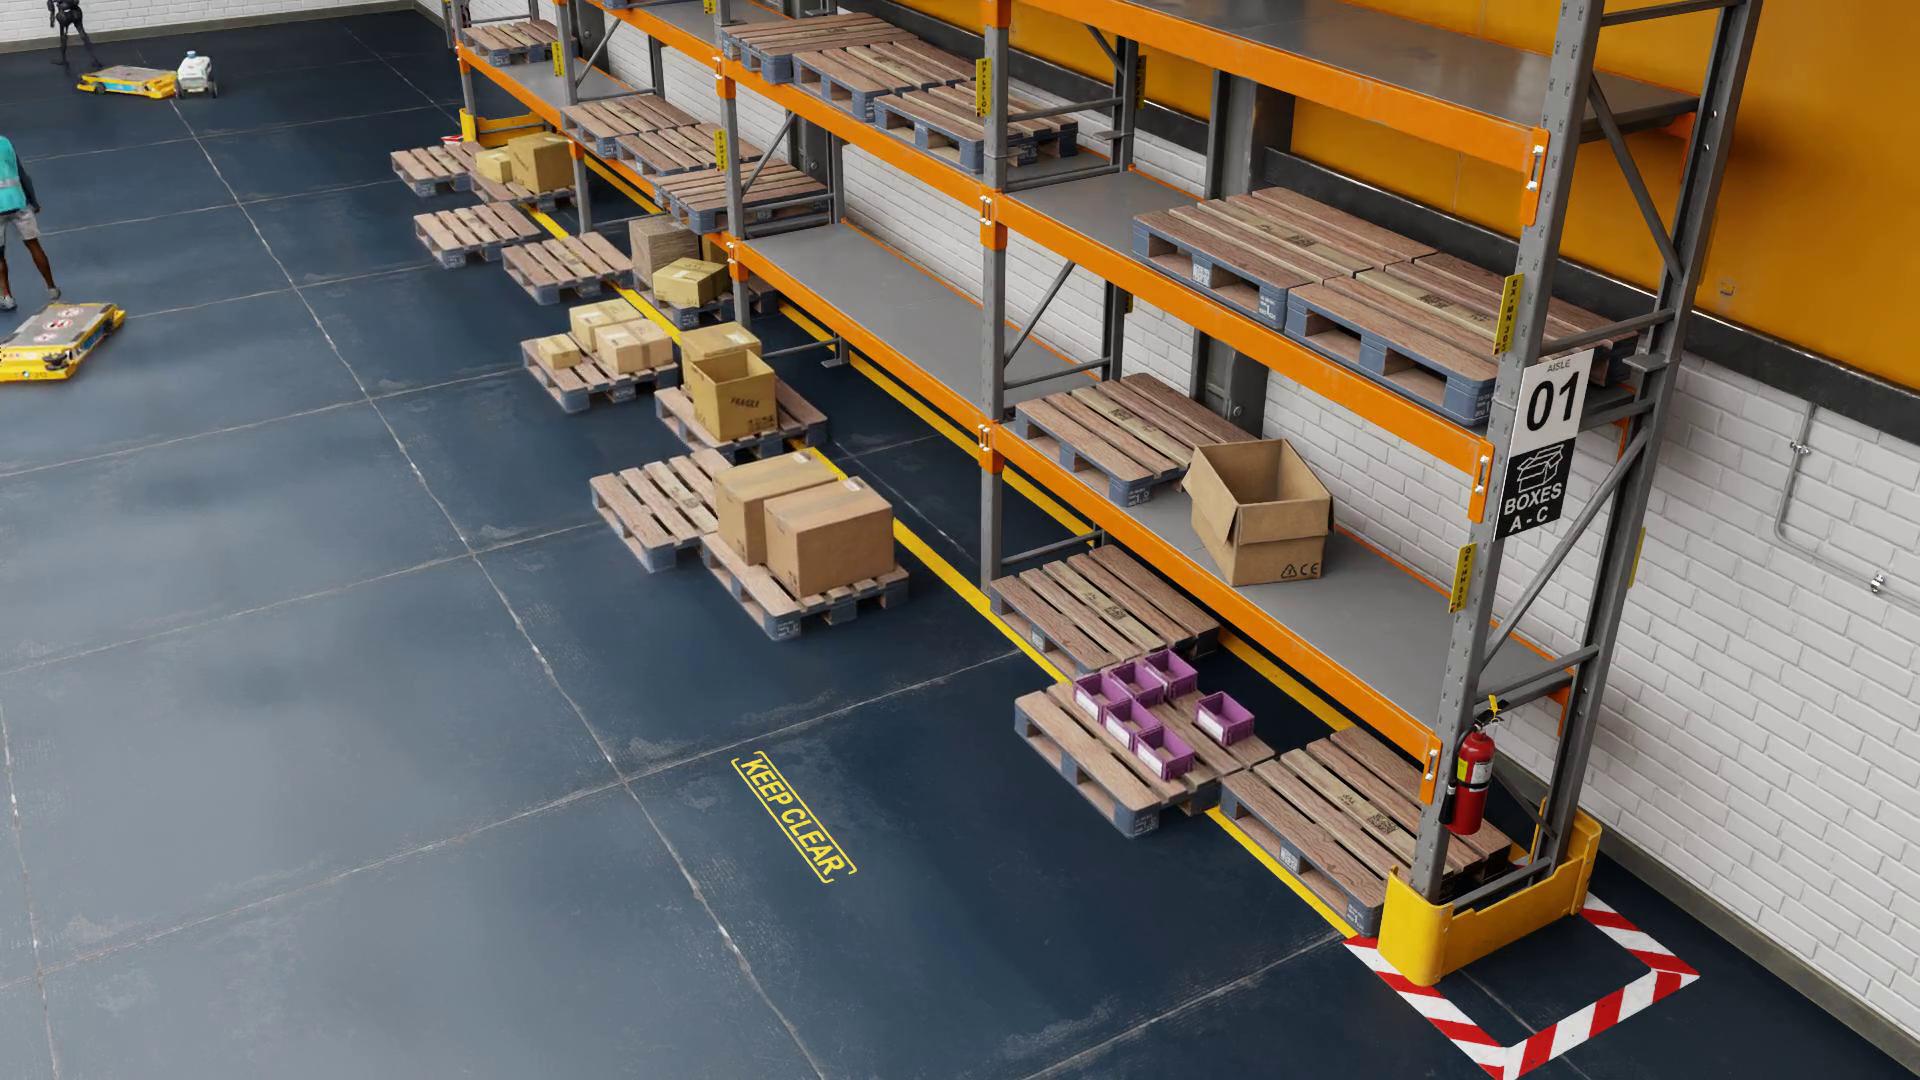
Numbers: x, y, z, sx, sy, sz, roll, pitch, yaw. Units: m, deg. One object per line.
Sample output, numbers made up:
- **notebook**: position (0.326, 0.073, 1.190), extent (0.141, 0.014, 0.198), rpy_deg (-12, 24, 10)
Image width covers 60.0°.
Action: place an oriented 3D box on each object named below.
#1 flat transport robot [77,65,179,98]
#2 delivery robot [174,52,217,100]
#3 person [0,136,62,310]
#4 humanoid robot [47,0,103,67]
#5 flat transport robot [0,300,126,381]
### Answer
- **flat transport robot**: position (-11.219, -6.233, 22.635), extent (1.431, 0.231, 0.659), rpy_deg (10, 31, 16)
- **delivery robot**: position (-10.298, -6.276, 22.406), extent (0.499, 0.580, 0.757), rpy_deg (-8, 30, -13)
- **person**: position (-8.852, -3.079, 15.429), extent (0.603, 1.895, 0.416), rpy_deg (-26, 38, -37)
- **humanoid robot**: position (-12.658, -7.503, 23.470), extent (0.708, 1.622, 0.600), rpy_deg (5, 30, 8)
- **flat transport robot**: position (-8.015, -1.783, 14.780), extent (0.659, 0.231, 1.431), rpy_deg (-2, 30, -4)
